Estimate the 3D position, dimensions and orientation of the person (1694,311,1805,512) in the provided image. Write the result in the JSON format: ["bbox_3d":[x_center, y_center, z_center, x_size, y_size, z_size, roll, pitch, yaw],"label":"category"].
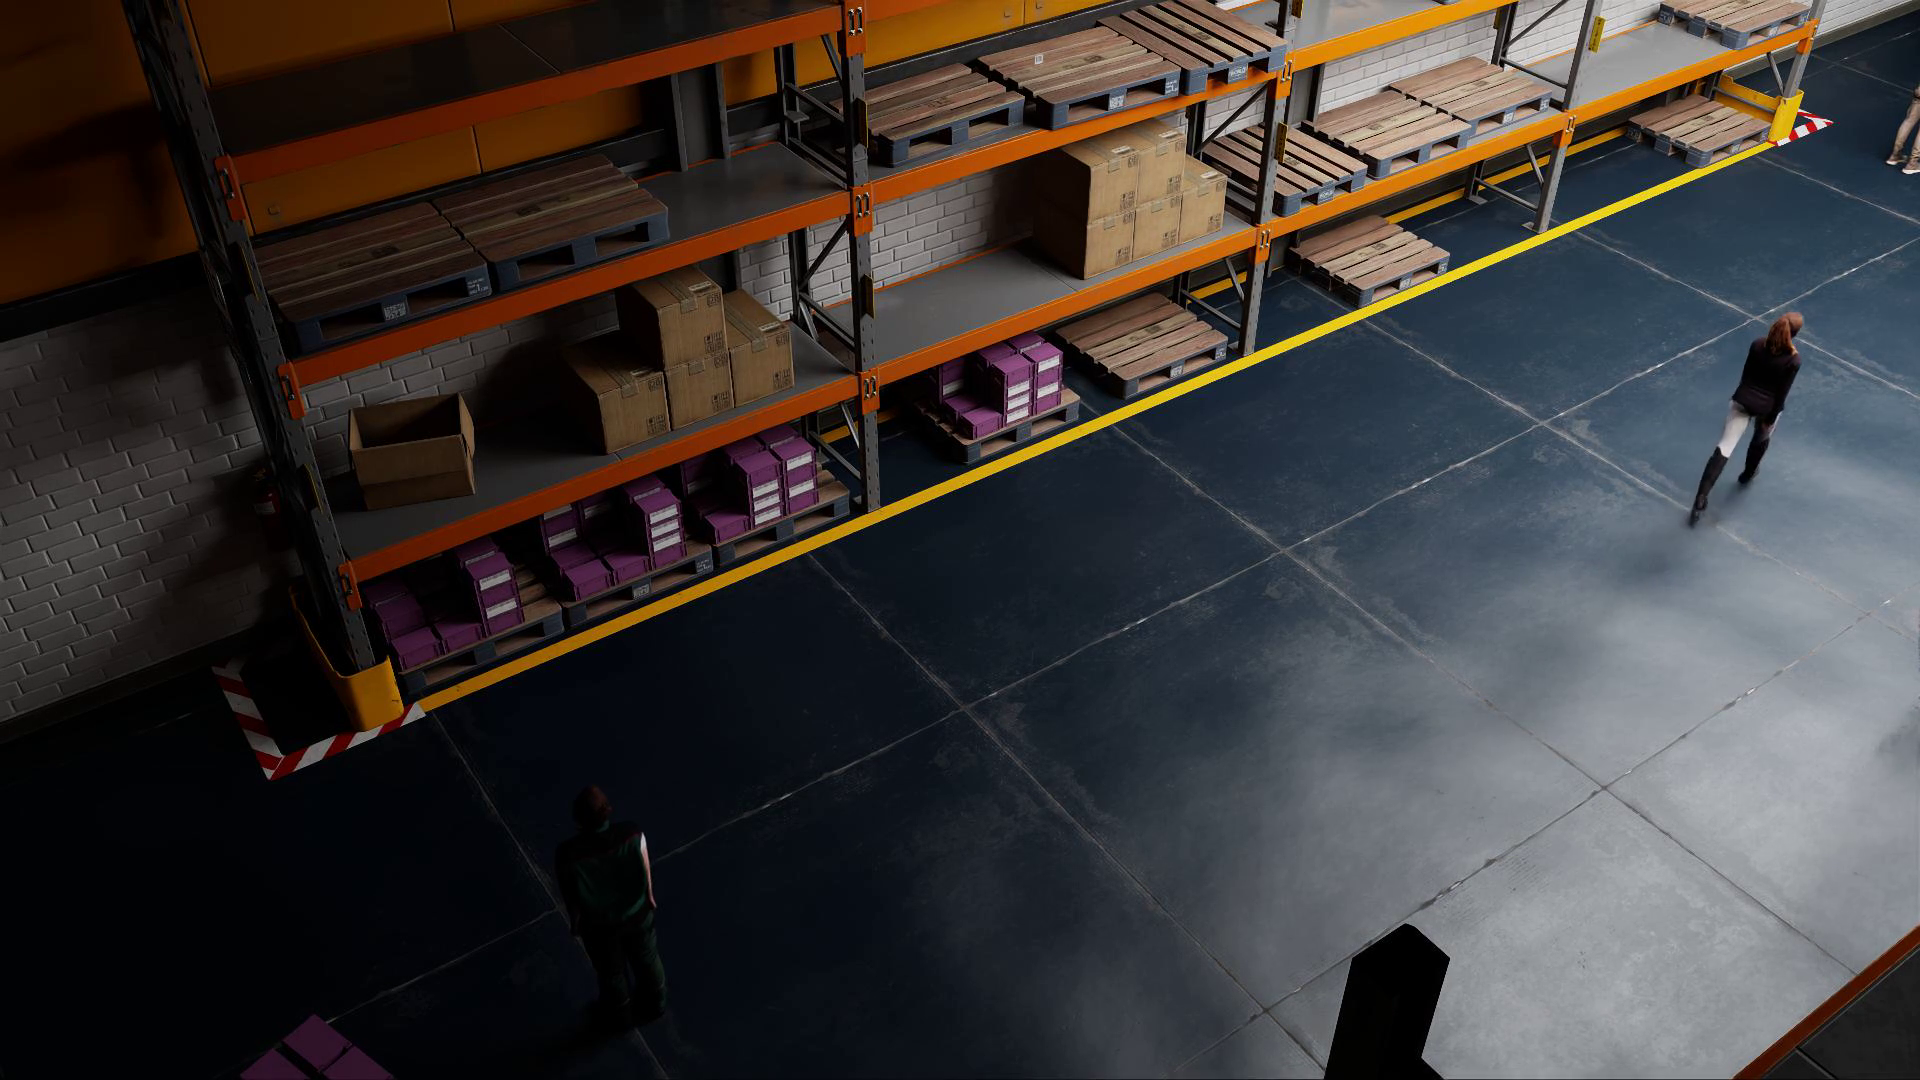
[{"bbox_3d":[6.014,-0.944,12.709,0.752,1.679,1.278,29,47,32],"label":"person"}]

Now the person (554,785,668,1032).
[{"bbox_3d":[-1.863,1.974,8.926,0.553,1.842,0.722,-18,42,-21],"label":"person"}]
